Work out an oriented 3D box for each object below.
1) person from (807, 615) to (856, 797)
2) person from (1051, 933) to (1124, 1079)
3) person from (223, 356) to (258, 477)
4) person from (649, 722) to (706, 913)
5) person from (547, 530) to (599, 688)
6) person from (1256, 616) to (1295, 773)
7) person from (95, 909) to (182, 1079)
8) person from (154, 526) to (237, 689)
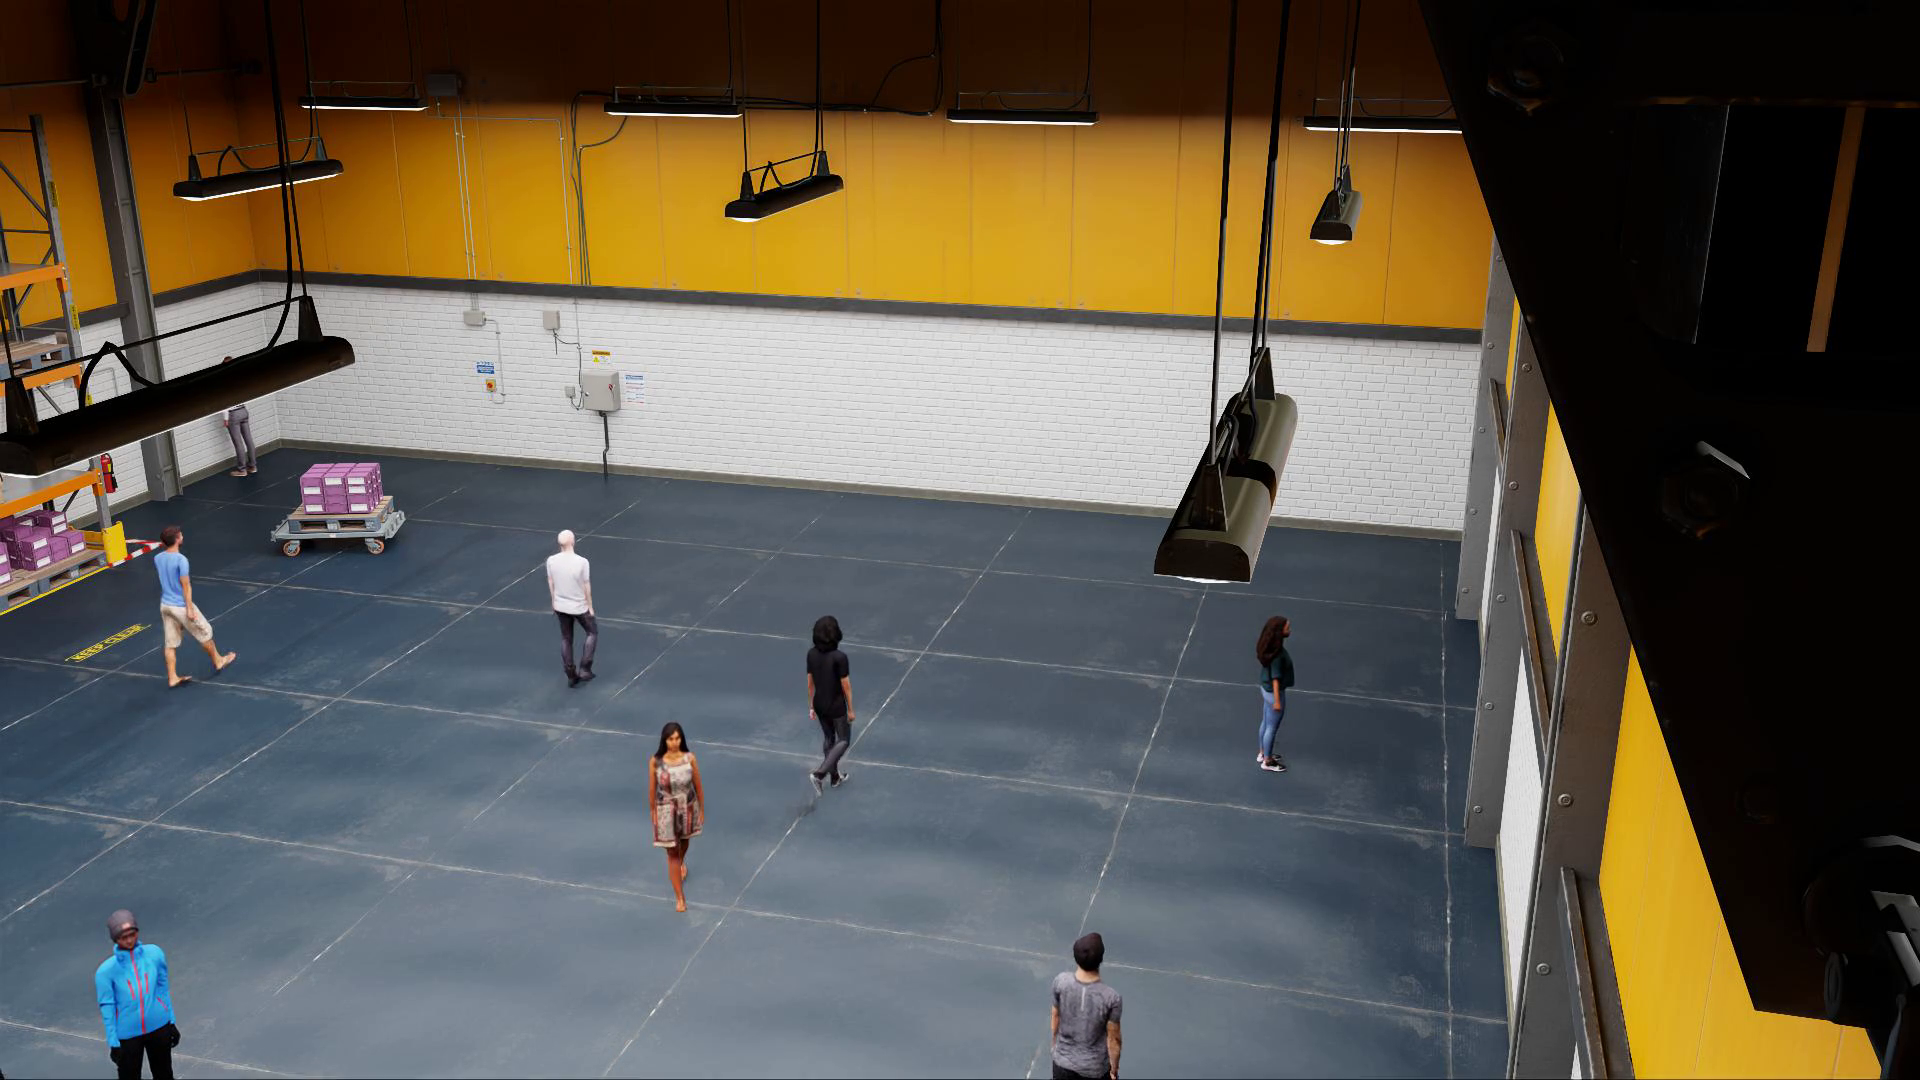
[{"bbox_3d":[-1.296,1.632,16.164,0.805,1.820,0.983,11,21,29],"label":"person"},{"bbox_3d":[0.758,3.433,10.786,0.769,1.839,1.156,8,20,21],"label":"person"},{"bbox_3d":[-11.651,-2.019,26.821,0.712,1.937,0.497,6,20,19],"label":"person"},{"bbox_3d":[-2.466,2.320,14.467,0.997,1.599,1.207,-5,19,-15],"label":"person"},{"bbox_3d":[-4.382,0.794,18.646,0.693,1.825,0.654,4,19,10],"label":"person"},{"bbox_3d":[3.163,1.529,16.789,0.719,1.617,0.610,0,19,0],"label":"person"},{"bbox_3d":[-5.540,3.304,11.242,0.752,1.793,0.634,17,25,41],"label":"person"},{"bbox_3d":[-8.843,0.782,18.668,0.723,1.833,1.111,7,20,21],"label":"person"}]
